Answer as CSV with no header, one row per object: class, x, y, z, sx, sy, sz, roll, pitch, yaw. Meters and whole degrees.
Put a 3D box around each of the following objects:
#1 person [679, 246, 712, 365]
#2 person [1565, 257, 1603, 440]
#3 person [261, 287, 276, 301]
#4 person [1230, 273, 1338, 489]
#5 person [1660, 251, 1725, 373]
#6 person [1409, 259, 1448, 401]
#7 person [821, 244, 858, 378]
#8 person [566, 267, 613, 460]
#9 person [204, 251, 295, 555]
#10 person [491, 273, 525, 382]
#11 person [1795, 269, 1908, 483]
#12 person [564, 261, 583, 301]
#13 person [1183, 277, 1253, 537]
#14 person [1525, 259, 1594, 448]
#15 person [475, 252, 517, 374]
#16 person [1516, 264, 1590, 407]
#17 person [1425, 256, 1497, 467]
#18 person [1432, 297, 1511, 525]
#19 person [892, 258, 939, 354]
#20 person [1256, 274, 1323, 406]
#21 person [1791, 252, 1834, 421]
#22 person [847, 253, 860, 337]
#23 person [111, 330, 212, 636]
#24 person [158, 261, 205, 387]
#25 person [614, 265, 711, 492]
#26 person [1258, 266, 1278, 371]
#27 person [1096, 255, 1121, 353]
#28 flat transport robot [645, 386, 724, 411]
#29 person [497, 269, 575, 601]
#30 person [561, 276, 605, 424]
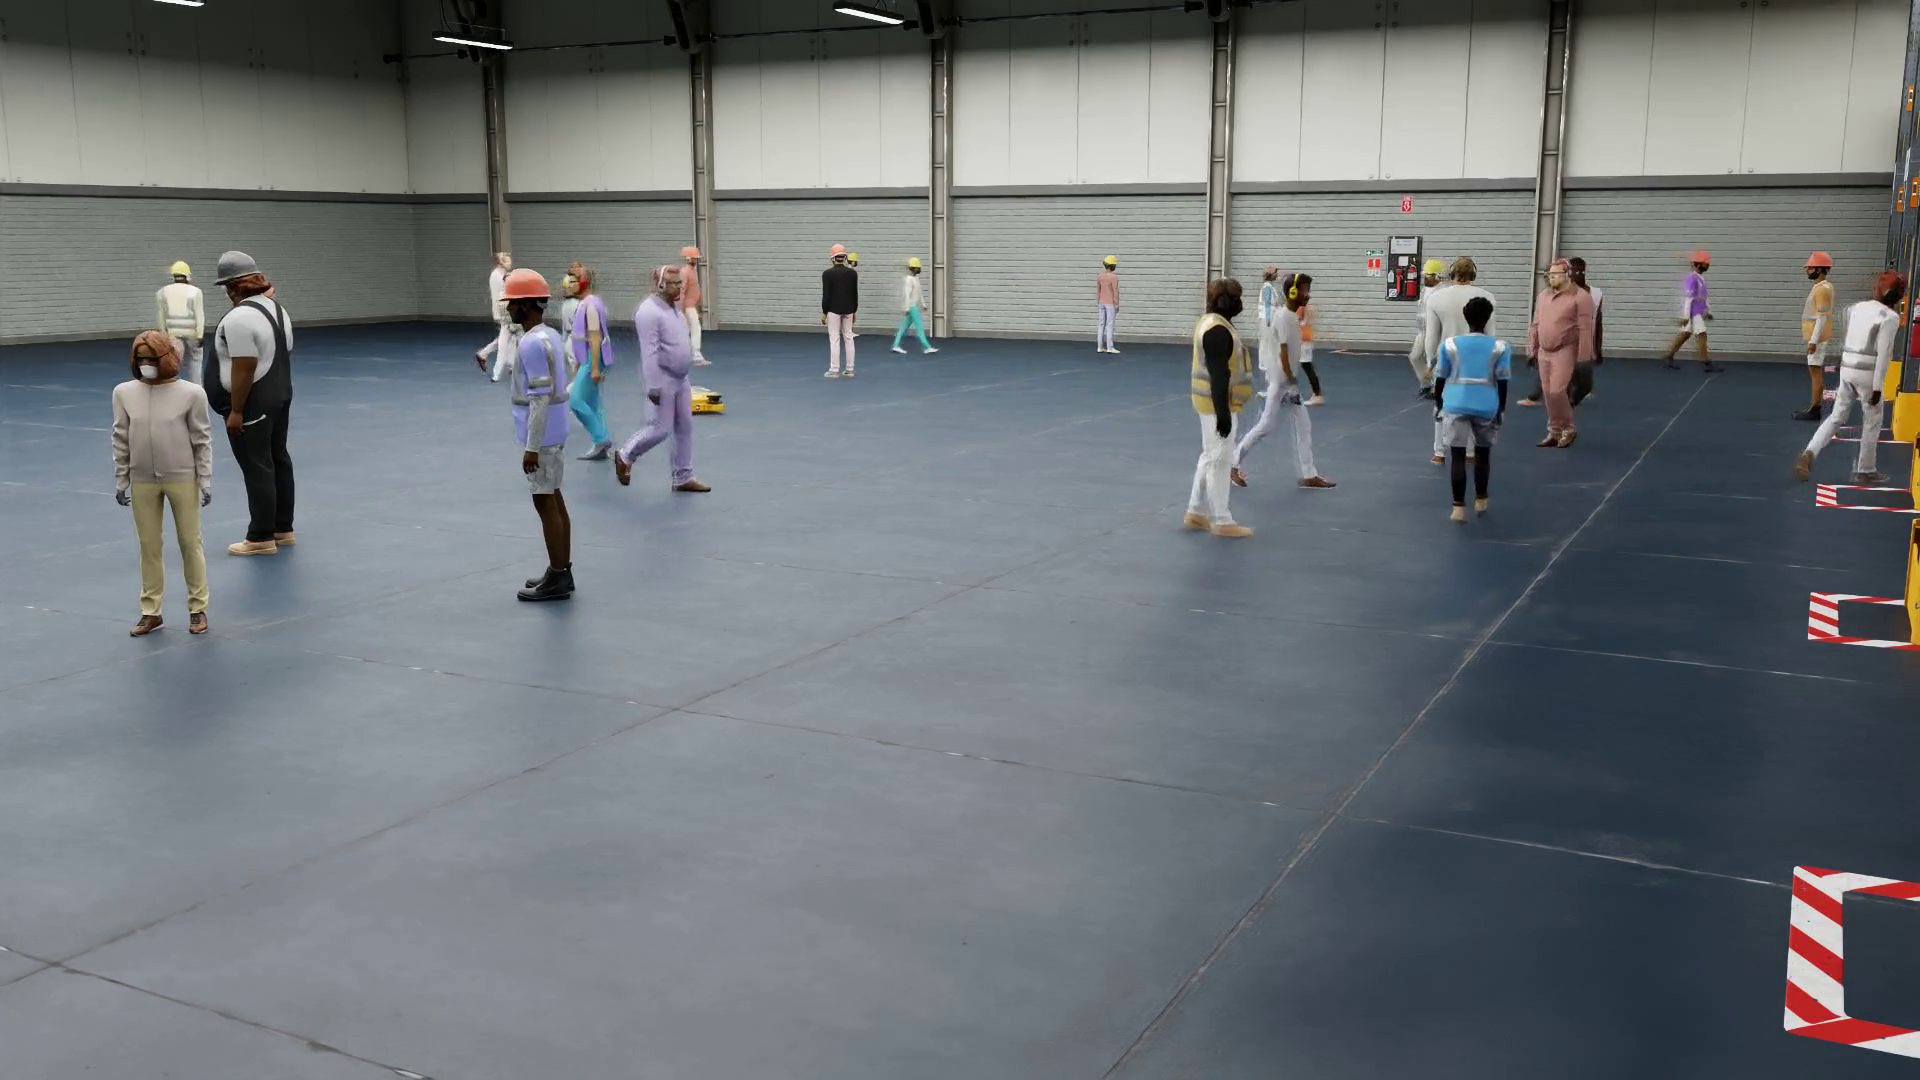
person,-4.518,-3.838,27.278,0.817,1.966,0.612,1,10,3
person,6.433,-2.016,17.502,0.623,1.903,0.582,0,10,-2
person,-6.966,-1.719,16.648,0.322,1.627,0.528,-3,11,-15
person,2.687,-1.335,14.040,0.959,1.822,0.542,6,12,28
person,11.481,-3.567,26.018,0.980,1.898,0.562,7,13,35
person,6.041,-2.687,21.378,0.477,1.813,0.615,-3,11,-14
person,-1.814,-3.440,25.013,0.621,1.994,0.381,-7,13,-35
person,-3.518,-1.652,15.714,0.459,1.825,0.602,-4,11,-19
person,-4.787,-0.925,11.176,0.535,2.000,0.674,0,10,2
person,-6.546,-3.123,24.405,0.521,1.589,0.833,4,11,19
person,7.628,-1.376,14.166,0.856,1.847,0.614,-3,11,-16
person,-7.293,-4.487,31.713,0.507,1.630,0.268,-8,13,-36
person,1.861,-0.942,11.843,0.429,1.850,0.624,1,10,4
person,5.969,-1.853,16.648,0.448,1.893,0.641,-5,12,-25
person,-7.067,-3.475,25.535,0.796,1.881,0.651,0,10,-1
person,7.477,-2.550,20.764,1.003,1.797,0.520,-2,11,-9
person,4.604,-1.641,15.359,0.631,1.940,0.372,2,11,12
person,3.817,-0.977,12.464,0.549,1.657,0.768,3,11,13
person,-0.830,-4.205,29.940,0.900,1.720,0.535,2,11,10
person,4.169,-2.499,20.816,0.857,1.645,0.540,2,11,12
person,9.850,-2.342,19.183,0.364,1.939,0.542,5,12,27
person,-2.266,-5.145,34.965,0.335,1.761,0.520,2,11,9
person,-4.251,-0.301,8.885,0.498,1.633,0.279,-1,10,-8
person,-10.069,-2.696,21.506,0.588,1.808,0.778,0,10,-2
person,-2.474,-1.321,13.751,0.715,1.886,0.652,4,11,19
person,4.872,-3.500,26.315,0.307,1.639,0.525,2,11,11
person,2.698,-4.262,30.126,0.317,1.767,0.534,-8,13,-36
flat transport robot,-3.404,-1.744,20.469,0.652,0.197,1.431,-4,11,-22
person,-2.481,-0.608,9.727,0.376,1.935,0.550,0,10,-3
person,-4.298,-2.092,18.414,0.706,1.718,0.489,-7,12,-32
